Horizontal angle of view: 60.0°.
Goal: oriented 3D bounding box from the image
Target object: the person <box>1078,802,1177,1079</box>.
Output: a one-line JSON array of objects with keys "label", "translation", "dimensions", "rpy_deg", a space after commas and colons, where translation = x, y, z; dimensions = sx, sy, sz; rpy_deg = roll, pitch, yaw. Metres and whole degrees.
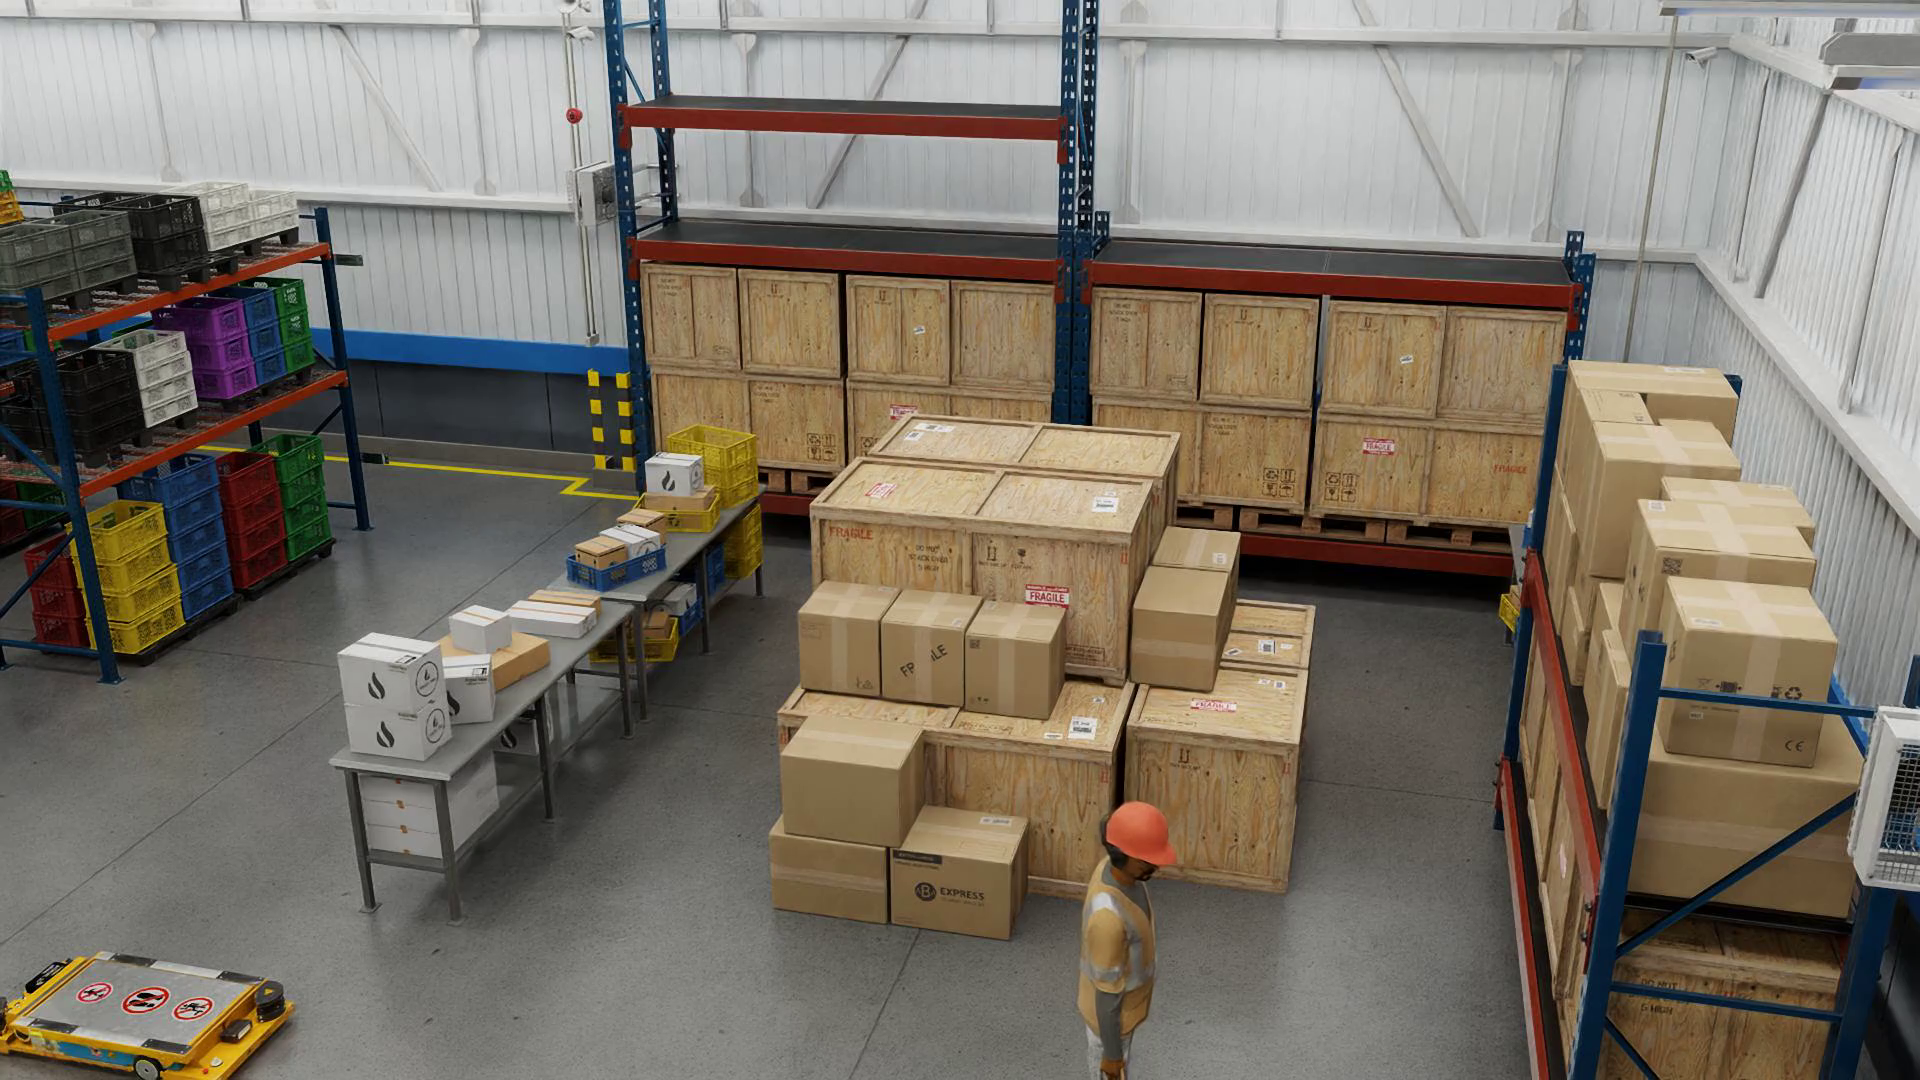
[{"label": "person", "translation": [0.715, 2.038, 7.246], "dimensions": [0.394, 2.031, 0.613], "rpy_deg": [4, 21, 10]}]

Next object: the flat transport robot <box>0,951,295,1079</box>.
[{"label": "flat transport robot", "translation": [-4.270, 2.464, 8.601], "dimensions": [1.431, 0.231, 0.659], "rpy_deg": [5, 22, 13]}]
